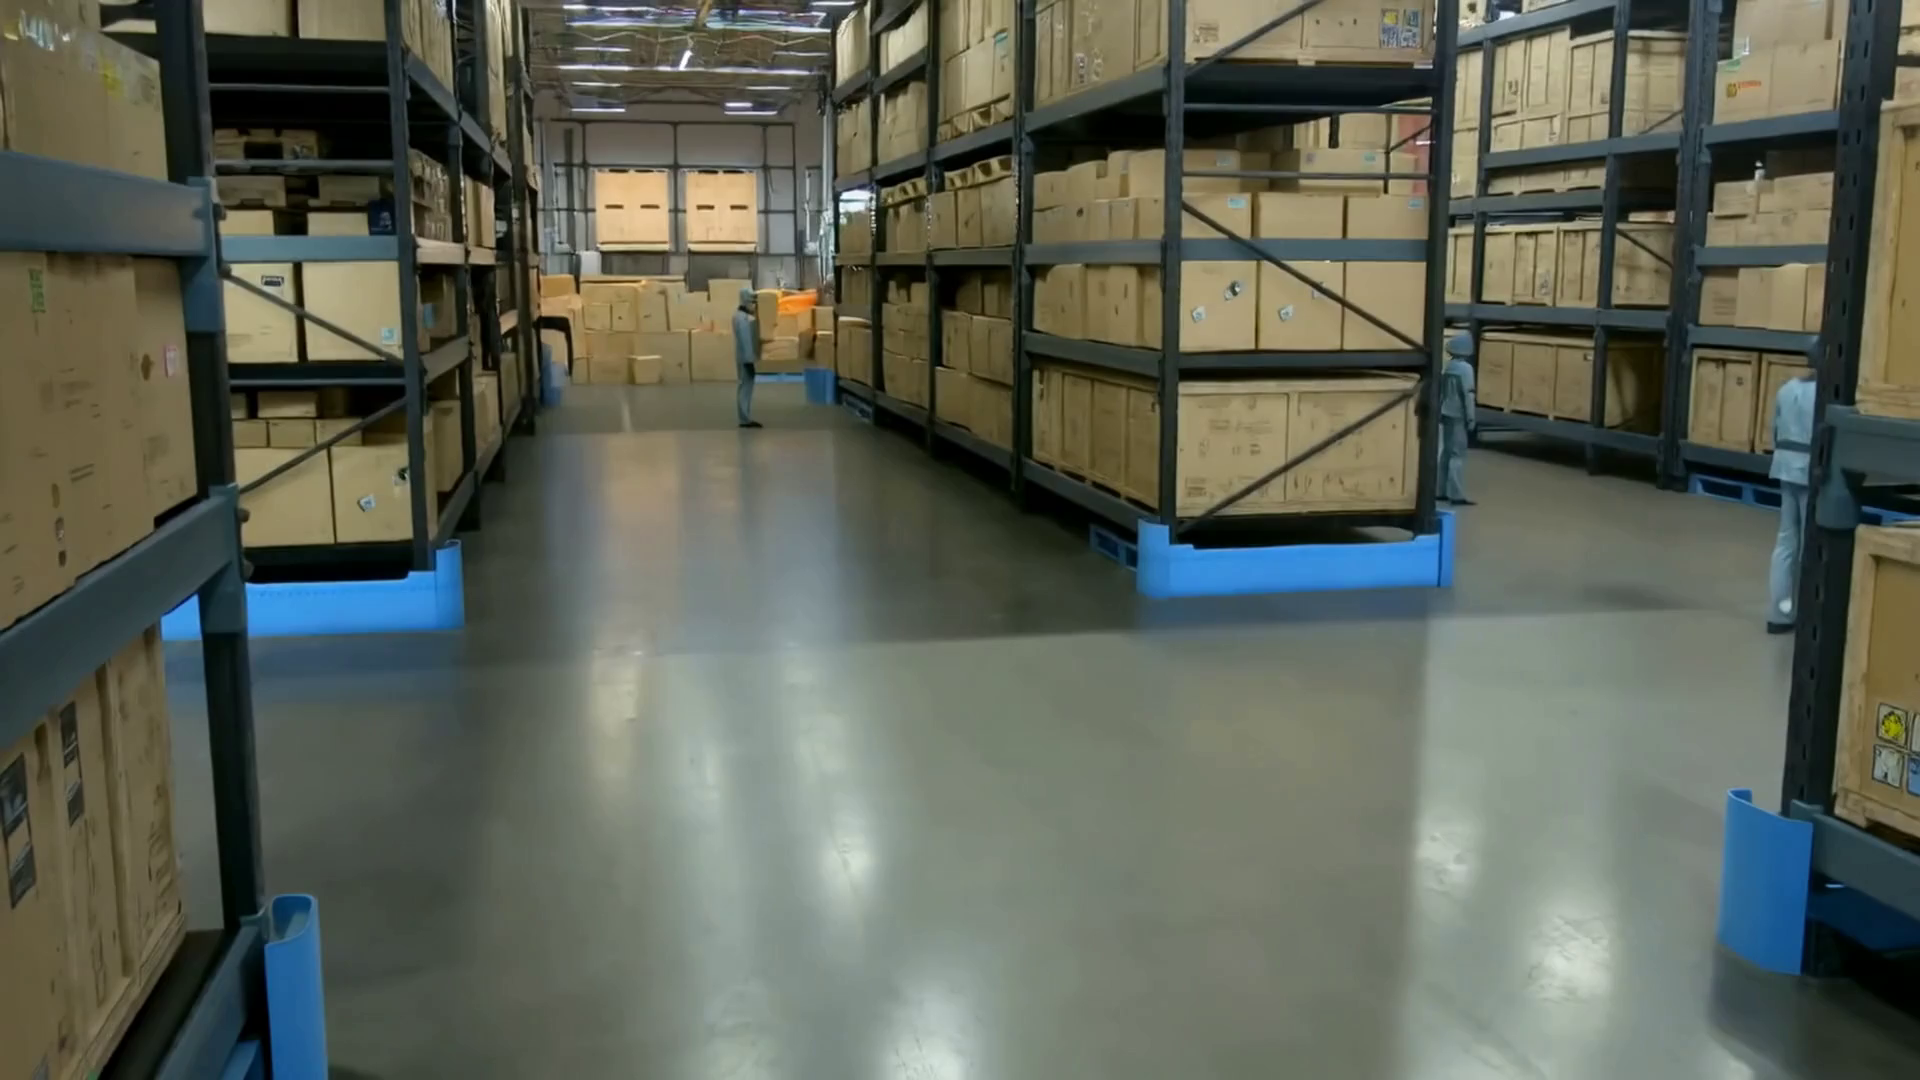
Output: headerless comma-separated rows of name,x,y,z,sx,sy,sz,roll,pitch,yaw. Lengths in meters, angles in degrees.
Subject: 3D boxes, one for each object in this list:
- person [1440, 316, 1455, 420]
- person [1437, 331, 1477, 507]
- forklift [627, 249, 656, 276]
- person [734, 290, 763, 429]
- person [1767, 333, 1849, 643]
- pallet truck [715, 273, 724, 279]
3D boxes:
person,6.924,-2.491,23.775,0.314,1.642,0.514,-2,9,-10
person,4.637,-1.127,15.480,0.285,1.634,0.499,-2,9,-10
forklift,-10.814,-8.520,56.754,1.129,2.768,1.873,-7,12,-38
person,-2.915,-2.494,22.985,0.401,1.910,0.640,-2,9,-10
person,5.042,-0.315,9.883,0.395,1.847,0.564,-2,9,-10
pallet truck,-8.580,-8.986,62.280,1.885,1.965,0.823,1,9,5
